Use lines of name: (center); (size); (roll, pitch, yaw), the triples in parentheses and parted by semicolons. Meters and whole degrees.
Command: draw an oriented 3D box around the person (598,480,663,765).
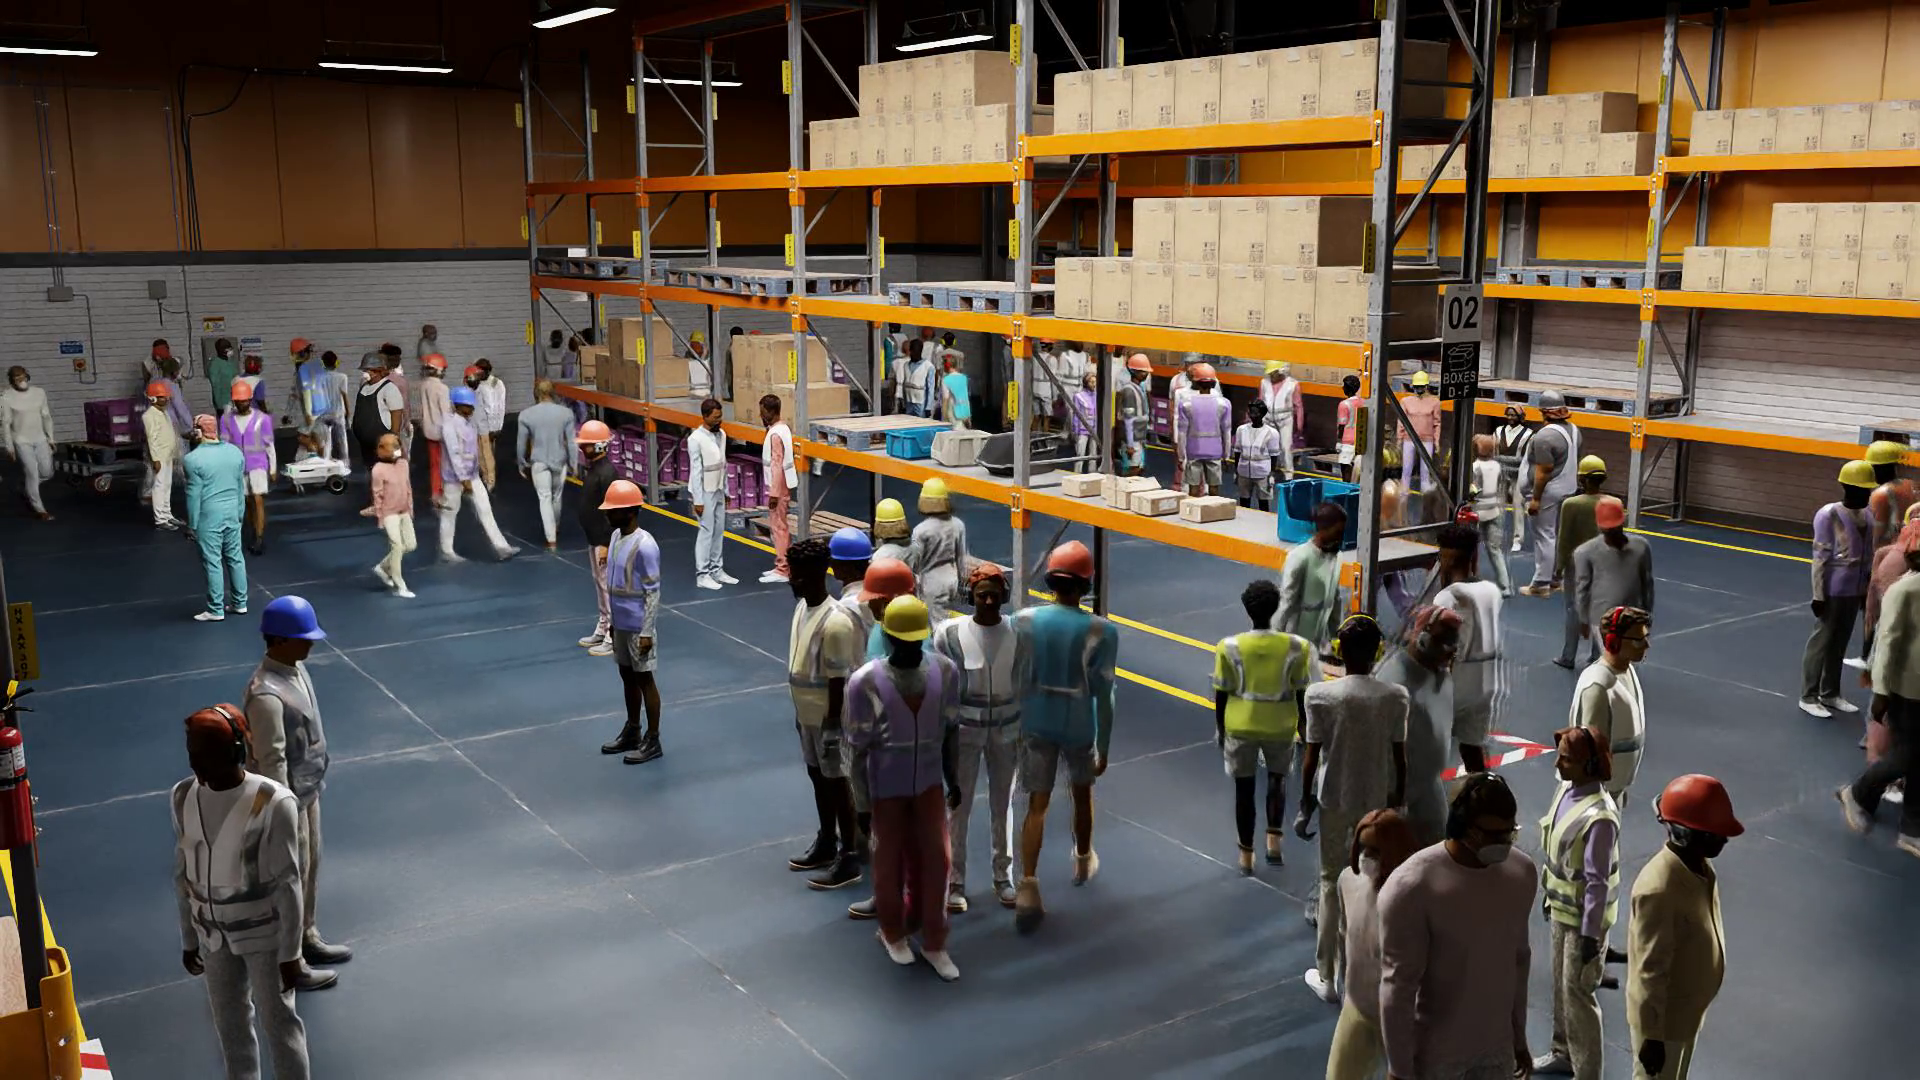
person: (-2.246, 0.551, 11.298); (0.358, 1.937, 0.549); (-9, 14, -39)

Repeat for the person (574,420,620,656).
person: (-3.047, -0.025, 14.097); (0.376, 1.996, 0.612); (-5, 12, -24)

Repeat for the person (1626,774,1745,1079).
person: (2.587, 1.679, 5.995); (0.338, 1.749, 0.574); (8, 14, 37)

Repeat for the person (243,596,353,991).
person: (-3.193, 1.209, 7.959); (0.418, 1.933, 0.616); (-2, 11, -10)

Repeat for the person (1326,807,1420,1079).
person: (1.561, 1.742, 6.113); (0.862, 1.587, 0.501); (-8, 14, -36)

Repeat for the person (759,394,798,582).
person: (-1.855, -0.529, 16.919); (0.414, 1.907, 0.592); (-1, 11, -4)

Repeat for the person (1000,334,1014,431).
person: (0.861, -2.761, 28.717); (0.334, 1.749, 0.576); (0, 11, -1)

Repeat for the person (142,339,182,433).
person: (-12.167, -2.160, 25.431); (0.384, 1.840, 0.572); (10, 15, 41)

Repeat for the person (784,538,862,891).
person: (-0.773, 0.951, 9.222); (0.382, 1.957, 0.599); (-6, 12, -27)

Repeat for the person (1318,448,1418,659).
person: (3.473, 0.124, 13.733); (1.013, 1.853, 0.655); (3, 12, 16)

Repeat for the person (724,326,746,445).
person: (-3.639, -2.501, 26.965); (0.376, 1.917, 0.600); (-2, 11, -10)

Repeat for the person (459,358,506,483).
person: (-6.427, -1.537, 22.342); (0.660, 1.801, 0.770); (-1, 11, -6)

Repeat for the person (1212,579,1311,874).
person: (1.689, 1.054, 9.364); (0.557, 1.683, 0.366); (1, 11, 5)

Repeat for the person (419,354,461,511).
person: (-6.517, -1.349, 20.913); (0.644, 1.976, 0.480); (9, 14, 39)

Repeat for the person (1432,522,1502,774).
person: (2.874, 0.859, 9.717); (0.619, 1.932, 0.641); (-8, 14, -35)

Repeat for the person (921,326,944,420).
person: (-0.521, -2.718, 28.220); (0.599, 1.861, 0.819); (6, 13, 30)

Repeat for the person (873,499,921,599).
person: (-0.465, 0.570, 11.710); (0.313, 1.739, 0.485); (8, 13, 34)

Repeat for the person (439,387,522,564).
person: (-5.164, -0.662, 17.601); (0.965, 1.898, 0.601); (4, 12, 18)

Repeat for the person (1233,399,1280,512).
person: (3.264, -0.720, 18.419); (0.534, 1.697, 0.318); (7, 13, 31)

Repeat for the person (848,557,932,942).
person: (-0.343, 1.060, 8.554); (0.382, 1.993, 0.609); (-6, 12, -27)

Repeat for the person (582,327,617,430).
person: (-5.888, -2.431, 26.593); (0.952, 1.915, 0.635); (-4, 12, -21)

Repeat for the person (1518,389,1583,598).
person: (5.718, -0.468, 16.245); (0.684, 2.000, 0.535); (-10, 15, -41)

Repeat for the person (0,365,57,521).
person: (-11.346, -1.176, 20.190); (0.540, 1.918, 0.662); (6, 12, 26)

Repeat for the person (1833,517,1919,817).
person: (5.943, 0.779, 10.310); (1.072, 1.867, 0.553); (-3, 11, -13)

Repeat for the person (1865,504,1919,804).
person: (6.079, 0.704, 10.592); (0.637, 1.911, 0.403); (-9, 14, -38)

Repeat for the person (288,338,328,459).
person: (-9.066, -1.807, 23.199); (0.516, 1.999, 0.653); (0, 11, 2)

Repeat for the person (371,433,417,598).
person: (-5.531, -0.242, 16.173); (0.461, 1.615, 0.514); (4, 12, 20)

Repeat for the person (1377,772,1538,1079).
person: (1.653, 1.683, 5.513); (0.628, 1.935, 0.373); (-6, 13, -28)

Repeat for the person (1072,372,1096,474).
person: (1.715, -1.423, 22.170); (0.523, 1.636, 0.310); (-7, 13, -31)

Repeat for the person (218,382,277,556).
person: (-7.808, -0.773, 18.178); (0.562, 1.889, 0.955); (-1, 11, -5)

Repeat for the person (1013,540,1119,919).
person: (0.534, 0.994, 8.890); (0.618, 2.001, 1.033); (3, 11, 15)

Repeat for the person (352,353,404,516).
person: (-7.174, -1.280, 20.405); (0.689, 2.000, 0.539); (8, 13, 34)

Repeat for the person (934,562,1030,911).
person: (0.134, 1.049, 8.890); (0.573, 1.883, 0.354); (-2, 11, -10)

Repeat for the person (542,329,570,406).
person: (-6.939, -2.714, 28.418); (0.531, 1.804, 0.918); (-5, 12, -22)

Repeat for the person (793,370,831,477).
person: (-2.179, -1.865, 23.865); (0.678, 1.845, 1.002); (-4, 12, -19)

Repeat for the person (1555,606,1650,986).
person: (3.133, 1.214, 8.137); (0.396, 1.847, 0.565); (7, 13, 33)

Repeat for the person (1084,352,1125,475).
person: (2.098, -1.887, 23.785); (0.624, 1.945, 0.931); (-2, 11, -9)

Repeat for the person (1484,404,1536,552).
person: (6.108, -0.696, 18.441); (0.511, 1.641, 0.307); (9, 14, 40)

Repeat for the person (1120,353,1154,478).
person: (2.151, -1.251, 20.257); (0.389, 2.040, 0.613); (3, 12, 17)

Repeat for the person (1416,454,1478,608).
person: (4.244, 0.055, 14.453); (0.496, 1.682, 0.915); (-2, 11, -10)

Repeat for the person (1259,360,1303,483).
person: (4.376, -1.626, 22.769); (0.666, 1.810, 0.449); (7, 13, 31)

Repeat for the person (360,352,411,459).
person: (-7.497, -1.488, 21.731); (0.635, 1.936, 0.352); (-1, 11, -7)

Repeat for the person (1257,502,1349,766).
person: (2.342, 0.668, 10.889); (0.993, 1.858, 0.617); (8, 14, 37)

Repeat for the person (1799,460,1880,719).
person: (6.544, 0.357, 12.318); (0.591, 1.925, 0.385); (-5, 12, -26)
